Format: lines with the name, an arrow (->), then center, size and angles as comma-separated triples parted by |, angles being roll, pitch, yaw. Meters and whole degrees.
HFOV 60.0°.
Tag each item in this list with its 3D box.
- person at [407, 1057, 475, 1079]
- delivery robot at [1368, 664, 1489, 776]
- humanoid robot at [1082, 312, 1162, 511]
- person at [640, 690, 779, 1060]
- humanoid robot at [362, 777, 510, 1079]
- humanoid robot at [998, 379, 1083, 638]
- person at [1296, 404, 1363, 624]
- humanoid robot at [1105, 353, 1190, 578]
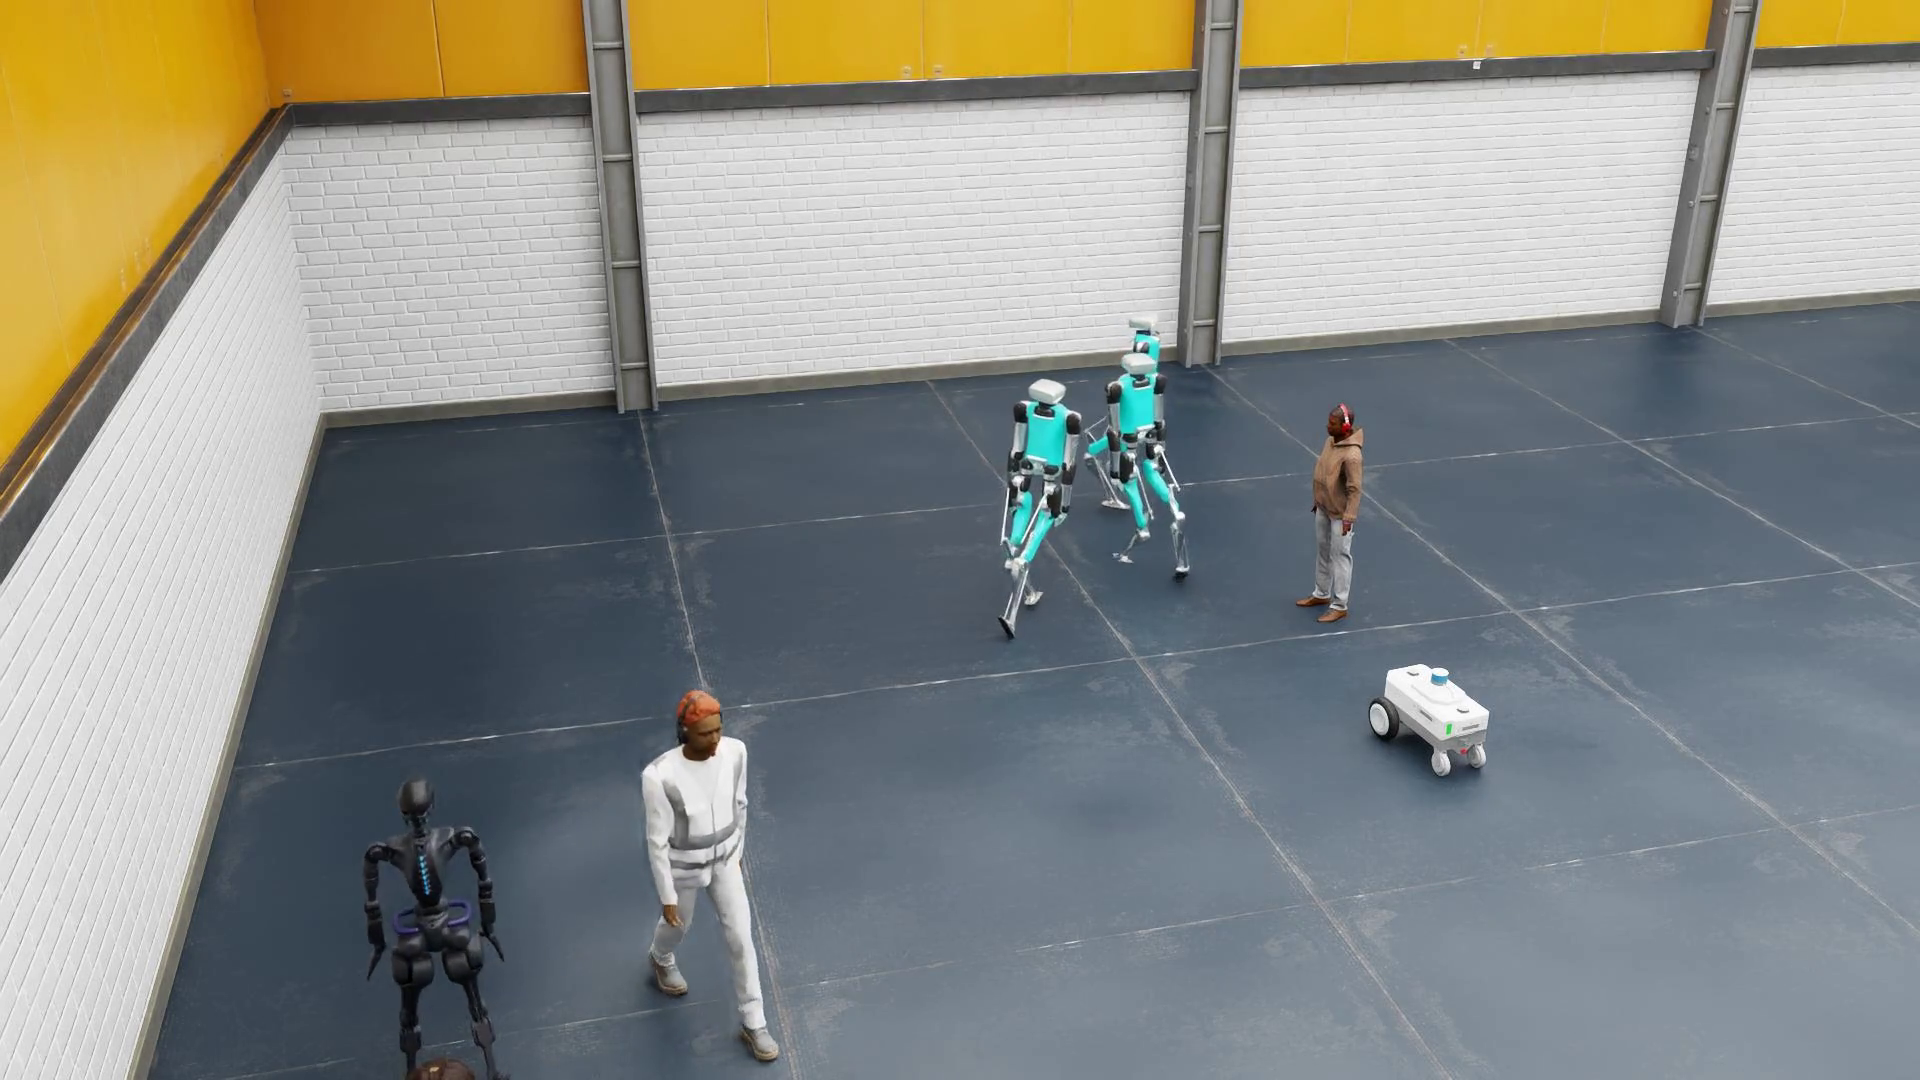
person -> -1.694, 2.518, 5.781 | 0.378, 1.768, 0.467 | -10, 26, -22
delivery robot -> 2.990, 1.092, 10.549 | 0.499, 0.614, 0.791 | -9, 25, -19
humanoid robot -> 1.295, -1.022, 13.892 | 0.711, 1.817, 0.550 | 7, 25, 16
person -> -1.258, 1.525, 7.956 | 0.578, 1.837, 0.973 | -16, 29, -33
humanoid robot -> -2.372, 1.823, 7.483 | 0.602, 1.637, 0.414 | -7, 25, -16
humanoid robot -> 0.457, -0.194, 12.009 | 0.550, 1.794, 0.962 | 12, 26, 25
person -> 2.740, -0.202, 12.097 | 0.321, 1.651, 0.474 | -8, 25, -17
humanoid robot -> 1.507, -0.484, 12.705 | 0.532, 1.781, 1.004 | -14, 27, -28
